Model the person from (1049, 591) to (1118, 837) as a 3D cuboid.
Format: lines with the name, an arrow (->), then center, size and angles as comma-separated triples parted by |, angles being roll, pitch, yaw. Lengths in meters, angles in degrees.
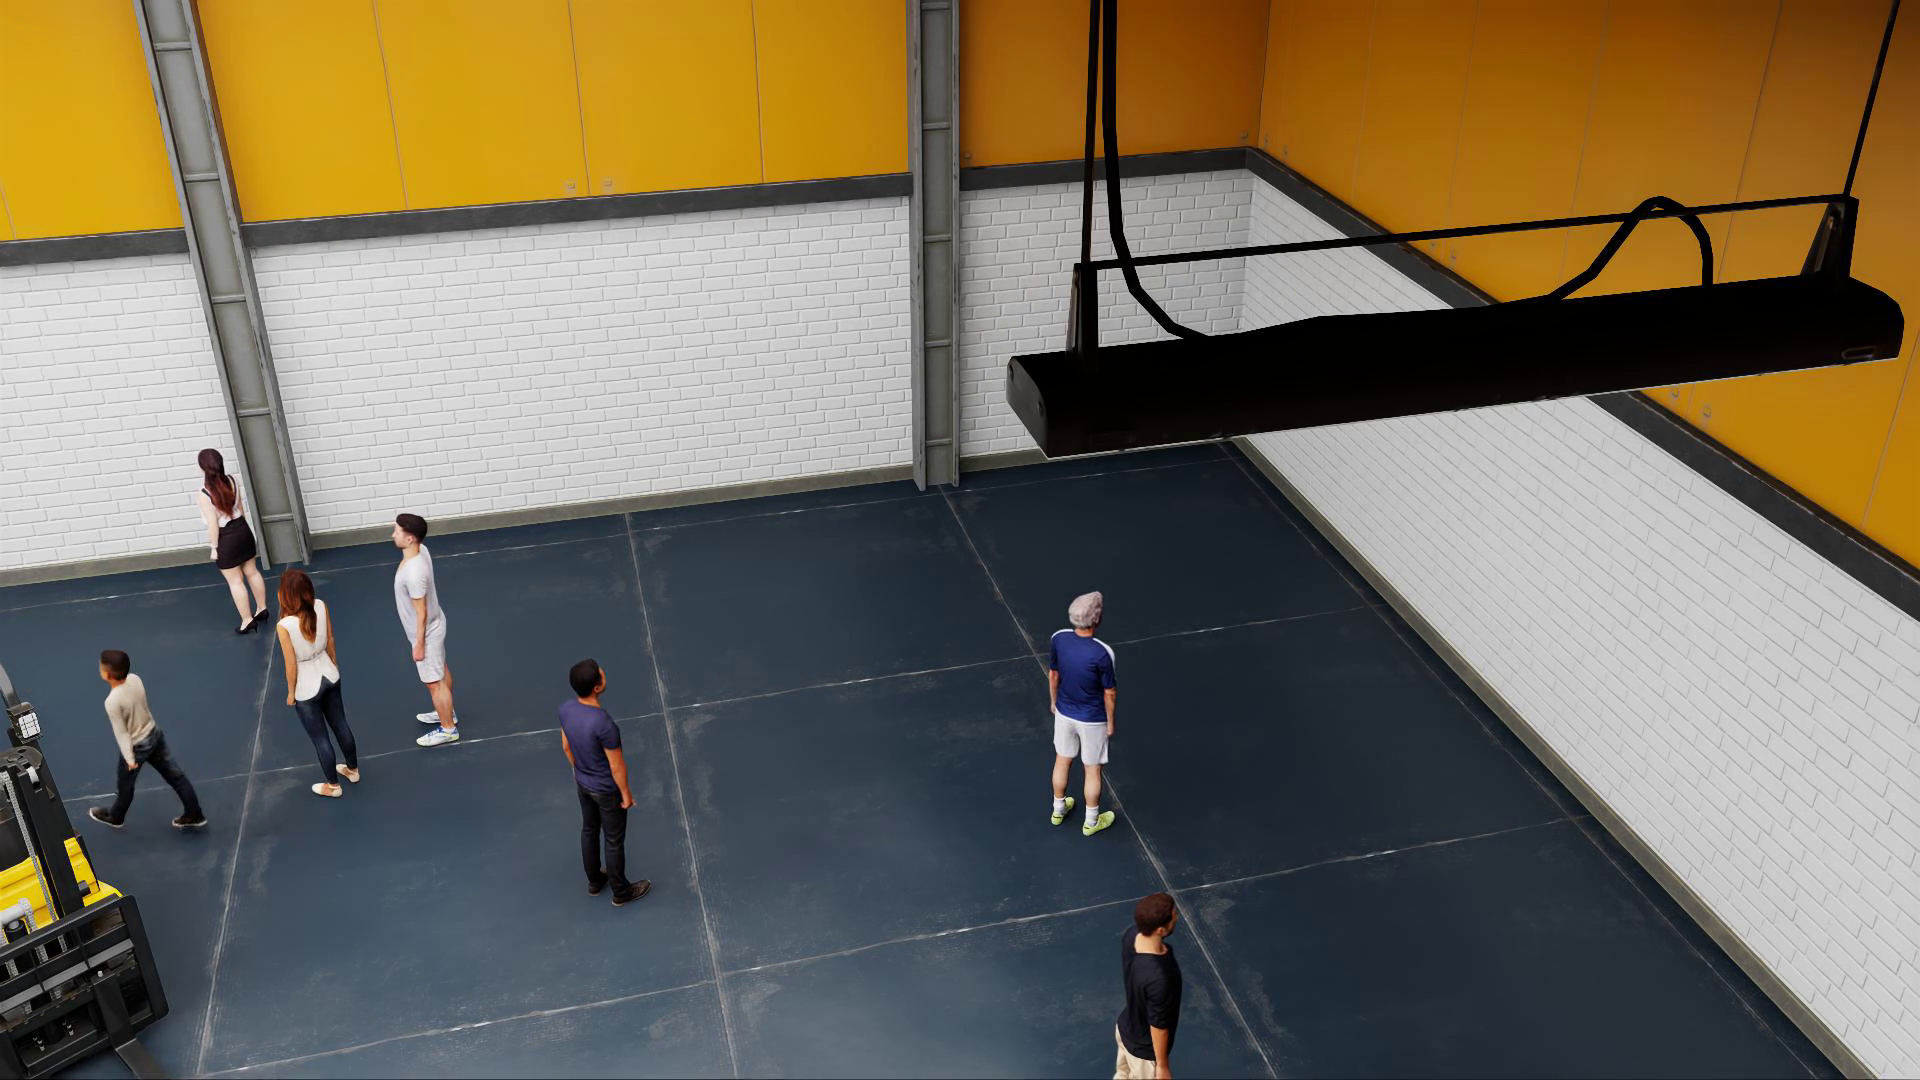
person -> 0.822, 1.157, 11.194 | 0.716, 1.837, 0.765 | 17, 33, 28

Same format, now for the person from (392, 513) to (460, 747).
person -> -3.898, 0.632, 12.137 | 0.545, 1.856, 0.665 | -7, 29, -13

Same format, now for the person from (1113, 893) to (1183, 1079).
person -> 0.944, 2.571, 8.588 | 0.551, 1.851, 0.639 | -6, 29, -11

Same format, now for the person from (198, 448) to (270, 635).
person -> -5.912, 0.010, 13.495 | 0.674, 1.648, 0.635 | 11, 30, 19

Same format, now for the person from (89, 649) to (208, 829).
person -> -5.444, 1.383, 11.209 | 1.073, 1.427, 0.812 | 4, 29, 8

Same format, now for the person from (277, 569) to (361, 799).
person -> -4.468, 0.993, 11.550 | 0.729, 1.785, 0.677 | 14, 32, 24

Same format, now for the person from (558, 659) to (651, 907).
person -> -2.295, 1.538, 10.543 | 0.709, 1.793, 0.755 | 17, 33, 28
